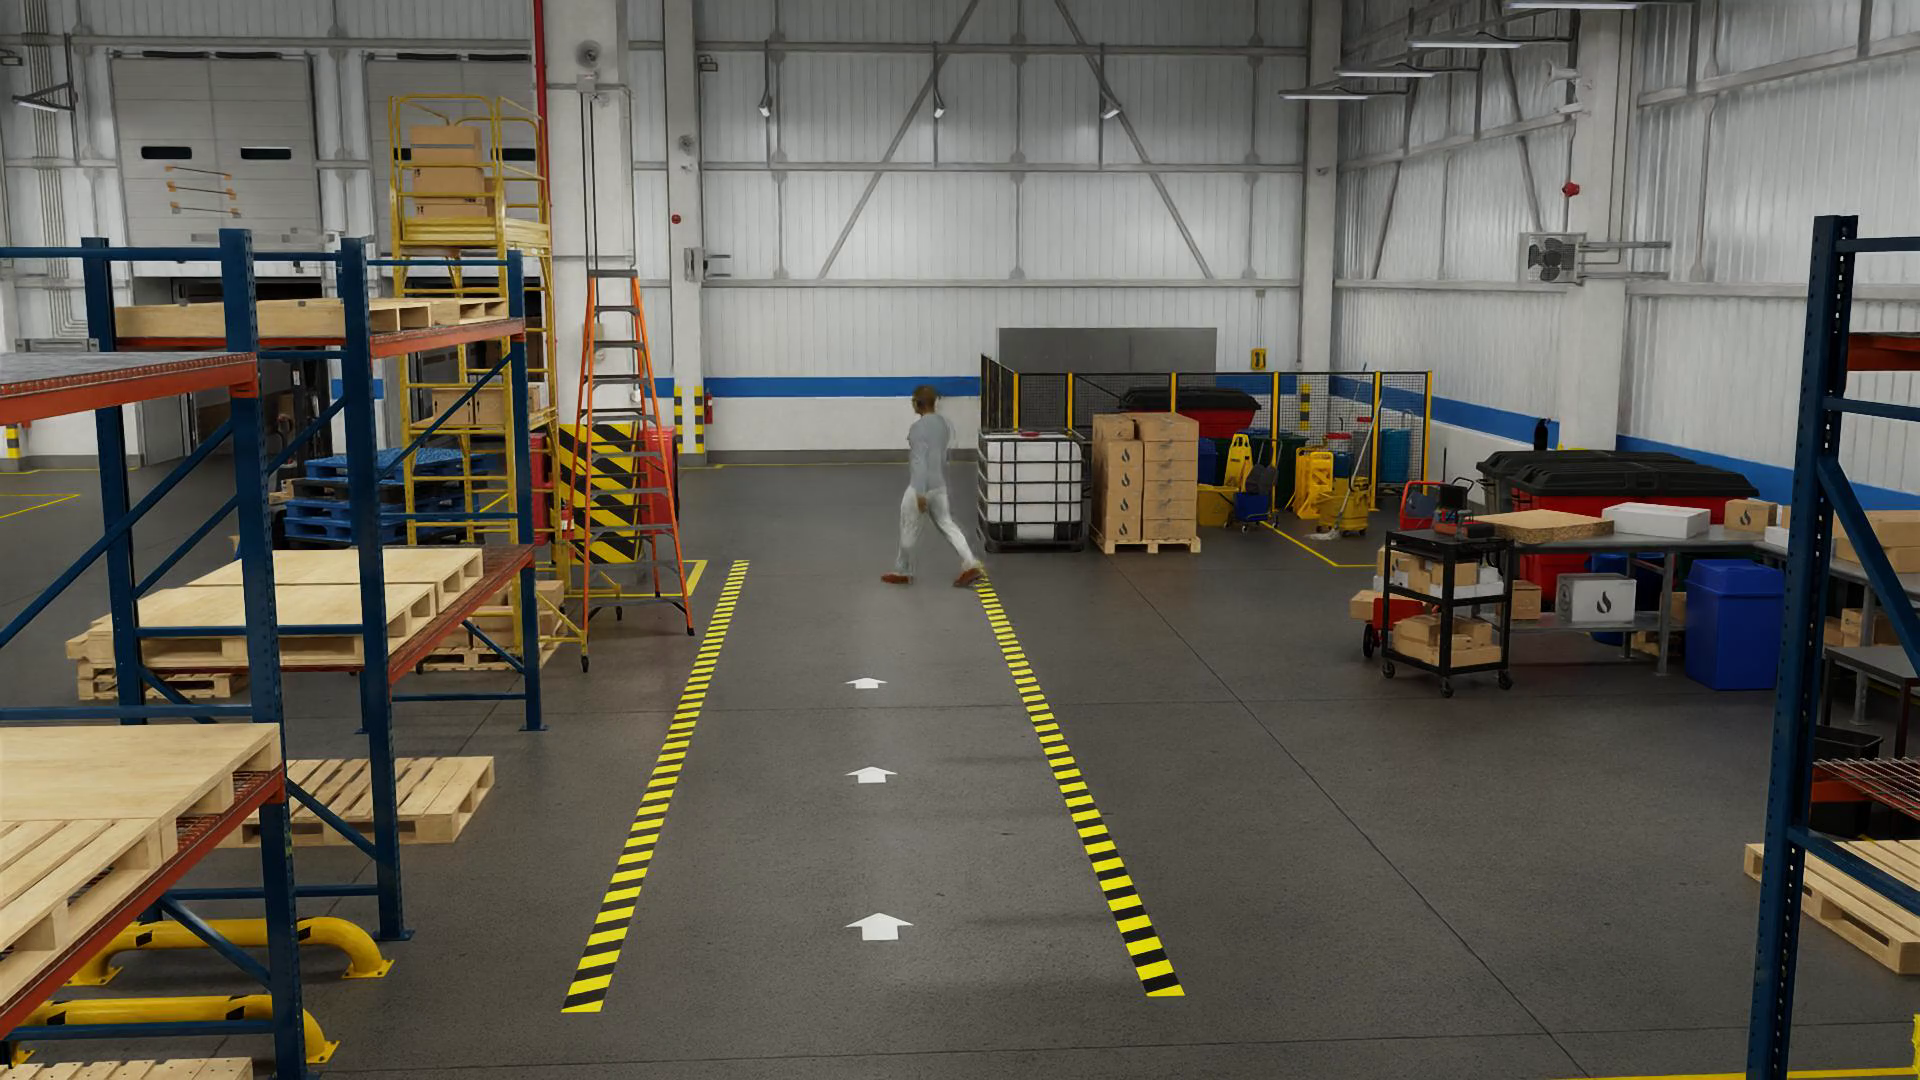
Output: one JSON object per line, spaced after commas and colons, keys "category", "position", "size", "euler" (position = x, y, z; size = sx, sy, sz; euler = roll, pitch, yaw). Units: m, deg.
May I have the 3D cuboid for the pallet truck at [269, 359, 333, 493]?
{"category": "pallet truck", "position": [-7.062, -1.131, 18.996], "size": [1.885, 1.965, 0.823], "euler": [2, 9, 13]}

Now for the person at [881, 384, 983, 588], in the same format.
{"category": "person", "position": [-0.249, -0.491, 15.310], "size": [1.014, 1.900, 0.638], "euler": [5, 10, 30]}
